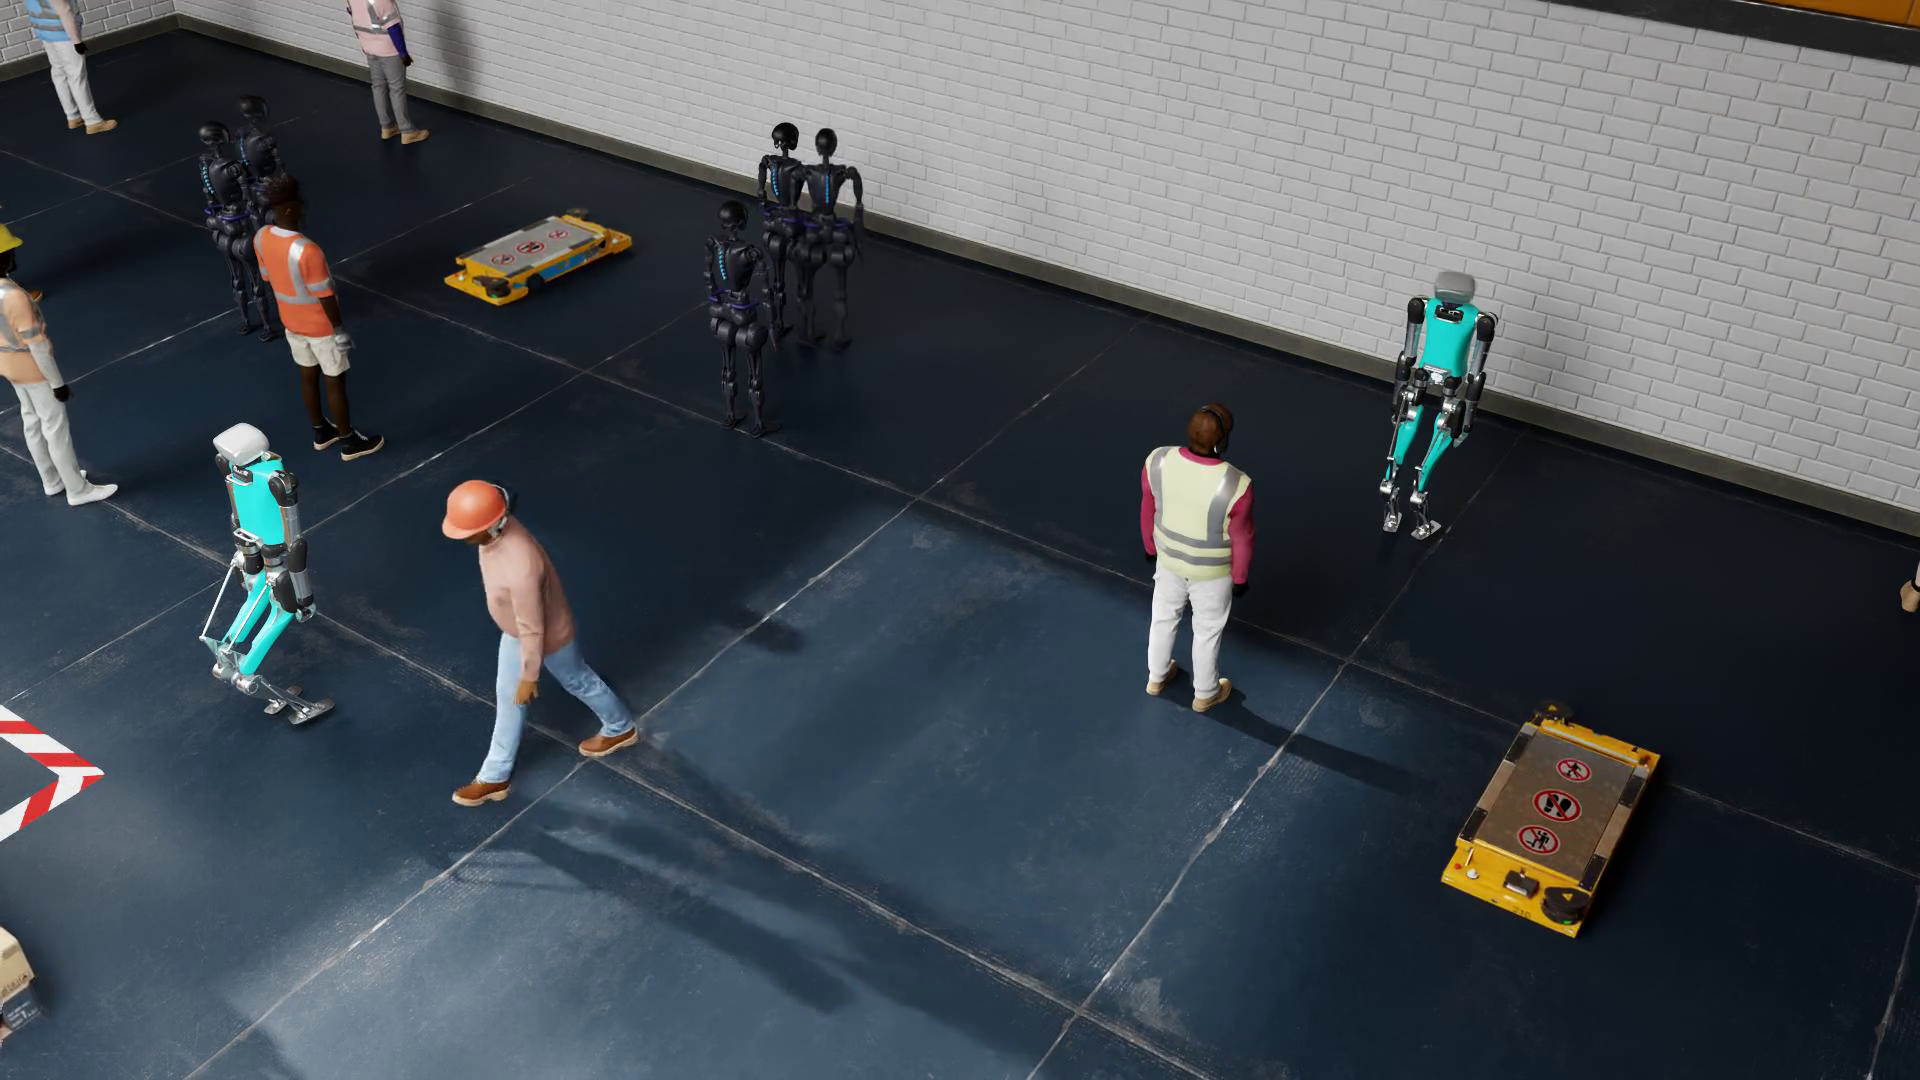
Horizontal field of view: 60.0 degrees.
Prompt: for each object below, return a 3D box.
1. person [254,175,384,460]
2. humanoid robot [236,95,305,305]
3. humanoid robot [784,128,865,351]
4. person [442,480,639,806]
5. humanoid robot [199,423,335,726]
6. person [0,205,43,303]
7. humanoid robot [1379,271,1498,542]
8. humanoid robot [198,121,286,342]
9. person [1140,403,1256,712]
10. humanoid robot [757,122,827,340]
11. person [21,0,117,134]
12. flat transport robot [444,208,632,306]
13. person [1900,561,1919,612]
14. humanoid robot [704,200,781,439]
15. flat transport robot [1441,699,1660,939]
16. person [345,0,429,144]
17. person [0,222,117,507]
[{"bbox_3d":[-4.213,-1.438,10.839,0.612,1.964,0.361,21,40,27],"label":"person"},{"bbox_3d":[-5.272,-2.581,12.717,0.609,1.653,0.323,21,40,27],"label":"humanoid robot"},{"bbox_3d":[-0.990,-2.179,12.147,0.598,1.638,0.391,-6,35,-8],"label":"humanoid robot"},{"bbox_3d":[-2.125,0.481,8.170,1.082,1.867,0.622,-24,42,-30],"label":"person"},{"bbox_3d":[-3.650,0.268,8.484,0.533,1.677,0.735,21,40,27],"label":"humanoid robot"},{"bbox_3d":[-7.549,-2.697,12.641,0.621,1.961,0.381,21,40,27],"label":"person"},{"bbox_3d":[2.745,-0.715,9.888,0.533,1.677,0.735,21,40,27],"label":"humanoid robot"},{"bbox_3d":[-5.345,-2.291,12.296,0.599,1.657,0.315,21,40,27],"label":"humanoid robot"},{"bbox_3d":[1.250,0.095,8.756,0.633,1.842,0.429,21,40,27],"label":"person"},{"bbox_3d":[-1.260,-2.272,12.270,0.599,1.657,0.315,21,40,27],"label":"humanoid robot"},{"bbox_3d":[-8.488,-4.777,15.717,0.633,1.843,0.429,21,40,27],"label":"person"},{"bbox_3d":[-3.432,-2.321,13.580,0.659,0.231,1.431,24,41,30],"label":"flat transport robot"},{"bbox_3d":[5.783,-0.360,9.366,0.486,1.890,0.380,21,40,27],"label":"person"},{"bbox_3d":[-1.480,-1.489,11.151,0.599,1.657,0.315,21,40,27],"label":"humanoid robot"},{"bbox_3d":[2.984,1.357,8.325,0.659,0.231,1.431,21,40,27],"label":"flat transport robot"},{"bbox_3d":[-5.366,-4.591,15.528,0.622,1.752,0.420,21,40,27],"label":"person"},{"bbox_3d":[-5.792,-1.092,10.379,0.593,1.925,0.366,21,40,27],"label":"person"}]
